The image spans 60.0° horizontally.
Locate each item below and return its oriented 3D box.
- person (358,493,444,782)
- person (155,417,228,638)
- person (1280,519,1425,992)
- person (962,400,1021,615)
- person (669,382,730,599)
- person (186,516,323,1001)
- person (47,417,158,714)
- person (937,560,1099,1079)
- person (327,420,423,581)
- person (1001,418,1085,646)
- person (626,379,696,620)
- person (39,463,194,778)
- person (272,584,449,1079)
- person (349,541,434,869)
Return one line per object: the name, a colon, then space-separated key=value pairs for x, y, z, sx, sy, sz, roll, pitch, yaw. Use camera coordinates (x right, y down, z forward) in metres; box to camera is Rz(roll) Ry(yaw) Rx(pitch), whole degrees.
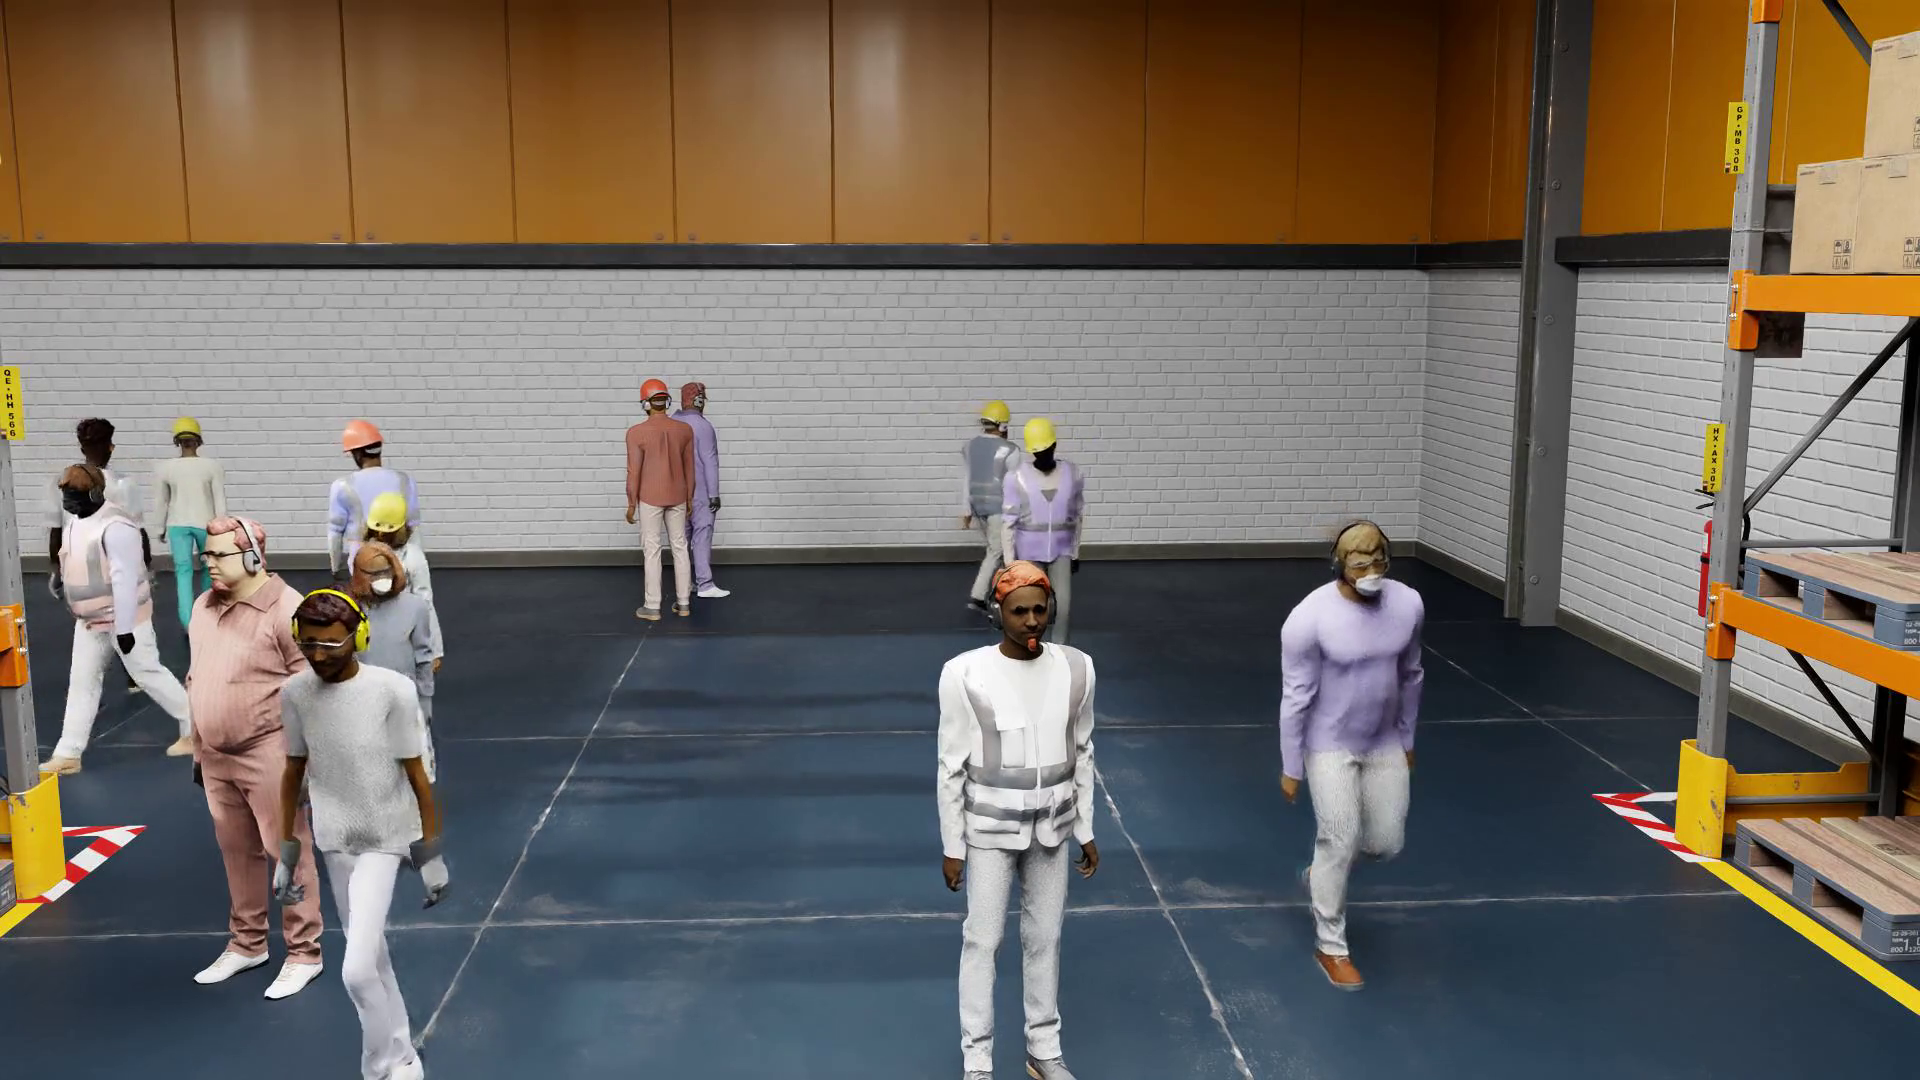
person: x=-3.003 y=0.583 z=8.900 sx=0.618 sy=1.696 sz=0.628 roll=7 pitch=12 yaw=38
person: x=-6.080 y=-0.113 z=13.175 sx=0.543 sy=1.713 sz=0.931 roll=-3 pitch=9 yaw=-16
person: x=1.530 y=0.828 z=6.684 sx=0.655 sy=1.906 sz=0.624 roll=-3 pitch=10 yaw=-20
person: x=0.289 y=-0.285 z=14.031 sx=0.604 sy=1.808 sz=0.801 roll=8 pitch=12 yaw=42
person: x=-2.320 y=-0.438 z=14.641 sx=0.642 sy=1.906 sz=0.410 roll=8 pitch=12 yaw=41
person: x=-2.796 y=0.849 z=6.550 sx=0.655 sy=1.906 sz=0.407 roll=4 pitch=10 yaw=24
person: x=-5.610 y=0.149 z=10.915 sx=0.619 sy=1.911 sz=1.032 roll=1 pitch=9 yaw=9
person: x=0.202 y=1.003 z=5.656 sx=0.580 sy=1.883 sz=0.352 roll=-4 pitch=10 yaw=-22
person: x=-3.784 y=0.171 z=10.805 sx=0.560 sy=1.901 sz=0.653 roll=-7 pitch=11 yaw=-36
person: x=0.563 y=0.095 z=11.356 sx=0.601 sy=1.877 sz=0.712 roll=-2 pitch=9 yaw=-10
person: x=-2.473 y=-0.334 z=13.725 sx=0.608 sy=1.986 sz=0.389 roll=-6 pitch=11 yaw=-35
person: x=-4.830 y=0.435 z=9.550 sx=0.665 sy=1.793 sz=0.971 roll=7 pitch=11 yaw=35
person: x=-2.011 y=1.049 z=5.487 sx=0.590 sy=1.837 sz=0.644 roll=3 pitch=9 yaw=15
person: x=-2.695 y=0.802 z=7.767 sx=0.507 sy=1.616 sz=0.438 roll=-5 pitch=10 yaw=-30
